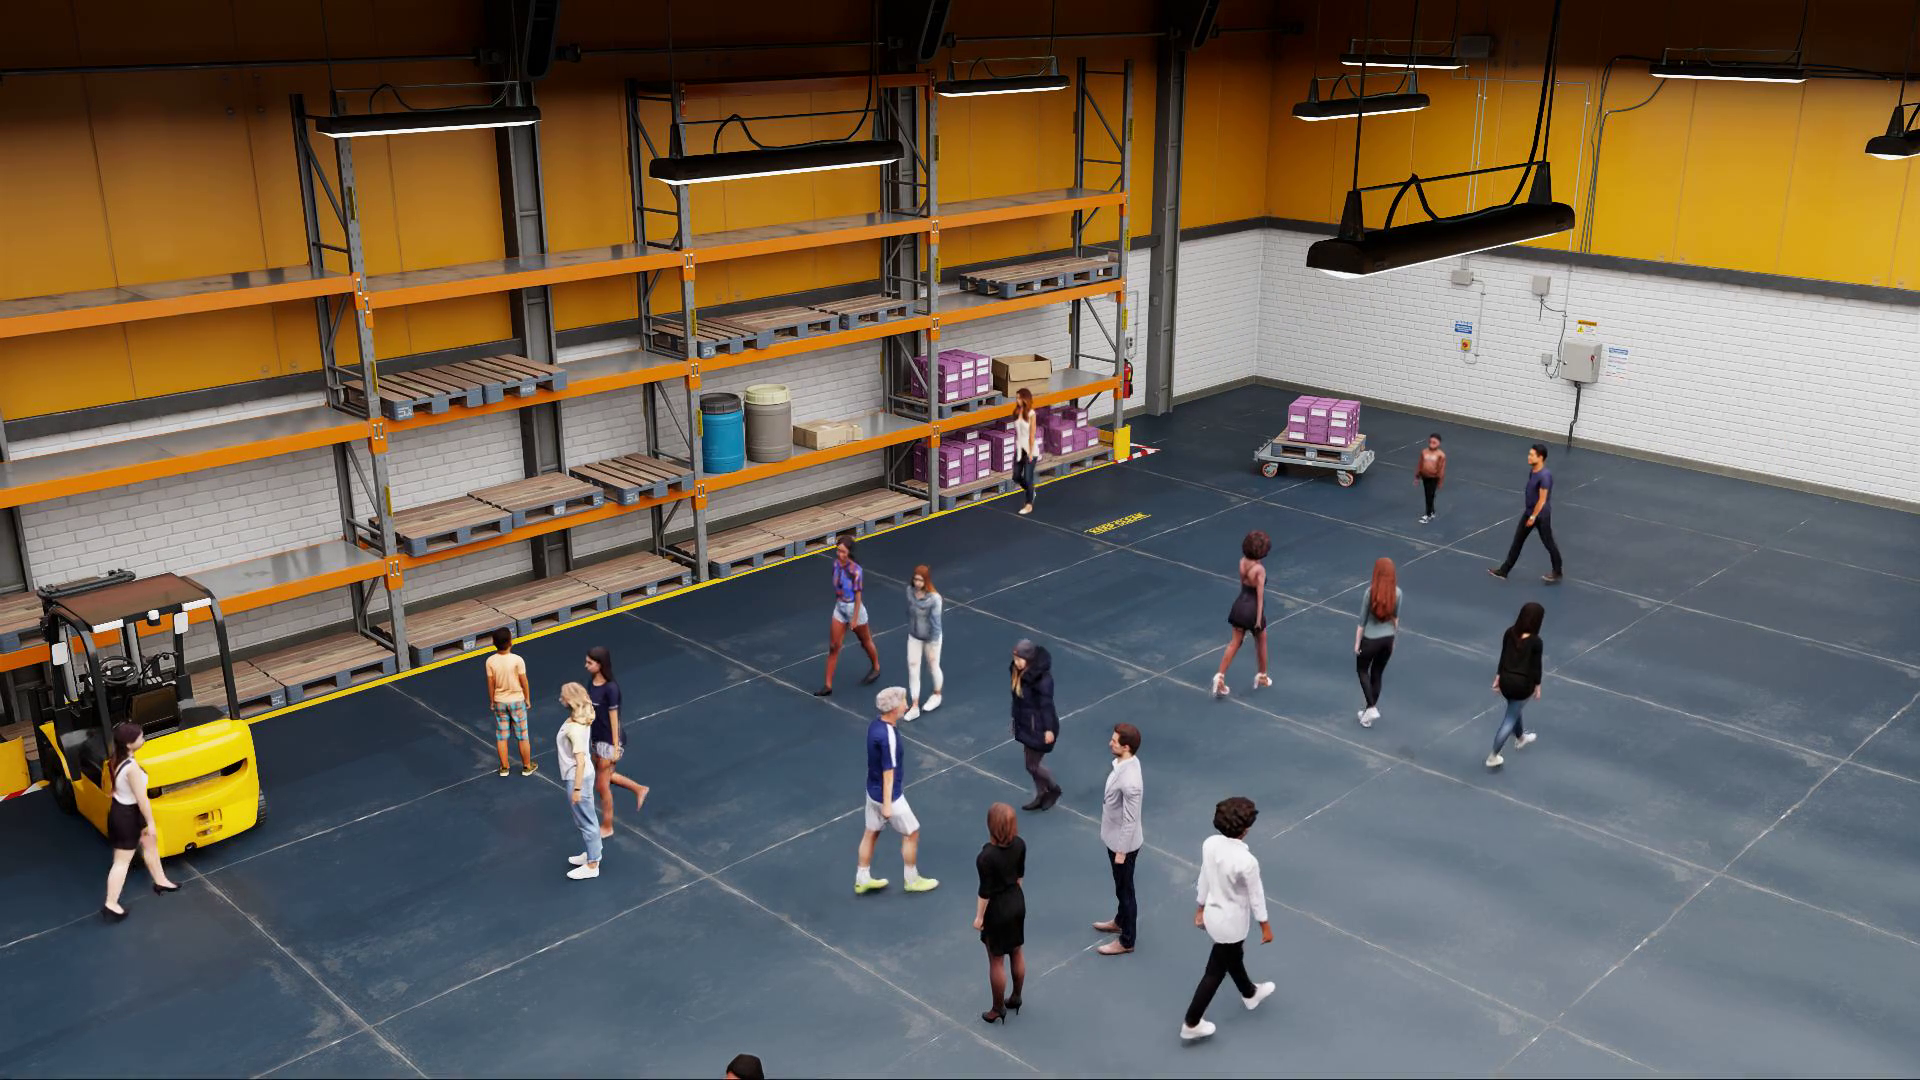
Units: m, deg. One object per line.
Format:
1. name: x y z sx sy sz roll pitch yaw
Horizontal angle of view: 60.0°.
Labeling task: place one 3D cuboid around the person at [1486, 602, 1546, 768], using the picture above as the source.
1. person: 5.183 1.384 15.577 1.080 1.600 0.657 -15 24 -37

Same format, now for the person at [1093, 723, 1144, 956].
1. person: 1.242 2.242 12.632 0.816 1.853 0.755 0 19 0

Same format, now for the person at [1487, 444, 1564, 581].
1. person: 7.142 -0.278 20.304 1.254 1.733 1.083 -3 19 -9

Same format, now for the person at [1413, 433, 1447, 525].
1. person: 6.496 -0.868 22.838 0.745 1.232 0.530 -18 25 -42

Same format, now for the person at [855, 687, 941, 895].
1. person: -0.670 2.040 13.306 1.025 1.806 0.893 -8 20 -22

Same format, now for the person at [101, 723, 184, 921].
1. person: -6.588 2.231 13.047 0.547 1.609 0.851 13 23 34

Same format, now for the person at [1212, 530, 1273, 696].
1. person: 2.892 0.793 17.103 1.032 1.746 0.659 -11 22 -30

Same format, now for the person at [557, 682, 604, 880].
1. person: -3.113 1.961 13.665 0.742 1.727 0.712 -3 19 -8

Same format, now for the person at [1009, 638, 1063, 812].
1. person: 0.742 1.628 14.765 0.801 1.654 0.793 -11 21 -29

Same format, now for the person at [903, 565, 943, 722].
1. person: -0.328 0.982 16.698 0.764 1.645 0.962 14 23 35

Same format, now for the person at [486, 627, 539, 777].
1. person: -4.184 1.501 15.447 0.591 1.461 0.661 -1 19 -4

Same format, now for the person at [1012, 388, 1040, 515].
1. person: 0.984 -1.244 23.113 0.607 1.771 0.629 18 25 42

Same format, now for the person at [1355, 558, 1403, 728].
1. person: 4.138 1.059 16.350 0.837 1.721 0.885 -4 19 -12

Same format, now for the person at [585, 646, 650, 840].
1. person: -2.972 1.725 14.327 0.901 1.751 0.638 -14 23 -36

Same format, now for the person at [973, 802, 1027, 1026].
1. person: 0.303 2.624 11.727 0.438 1.706 0.651 -16 25 -40

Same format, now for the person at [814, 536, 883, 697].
1. person: -1.077 0.776 17.234 0.703 1.694 1.197 15 24 37

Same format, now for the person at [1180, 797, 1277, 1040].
1. person: 1.791 2.664 11.531 1.196 1.756 0.829 -11 22 -30
